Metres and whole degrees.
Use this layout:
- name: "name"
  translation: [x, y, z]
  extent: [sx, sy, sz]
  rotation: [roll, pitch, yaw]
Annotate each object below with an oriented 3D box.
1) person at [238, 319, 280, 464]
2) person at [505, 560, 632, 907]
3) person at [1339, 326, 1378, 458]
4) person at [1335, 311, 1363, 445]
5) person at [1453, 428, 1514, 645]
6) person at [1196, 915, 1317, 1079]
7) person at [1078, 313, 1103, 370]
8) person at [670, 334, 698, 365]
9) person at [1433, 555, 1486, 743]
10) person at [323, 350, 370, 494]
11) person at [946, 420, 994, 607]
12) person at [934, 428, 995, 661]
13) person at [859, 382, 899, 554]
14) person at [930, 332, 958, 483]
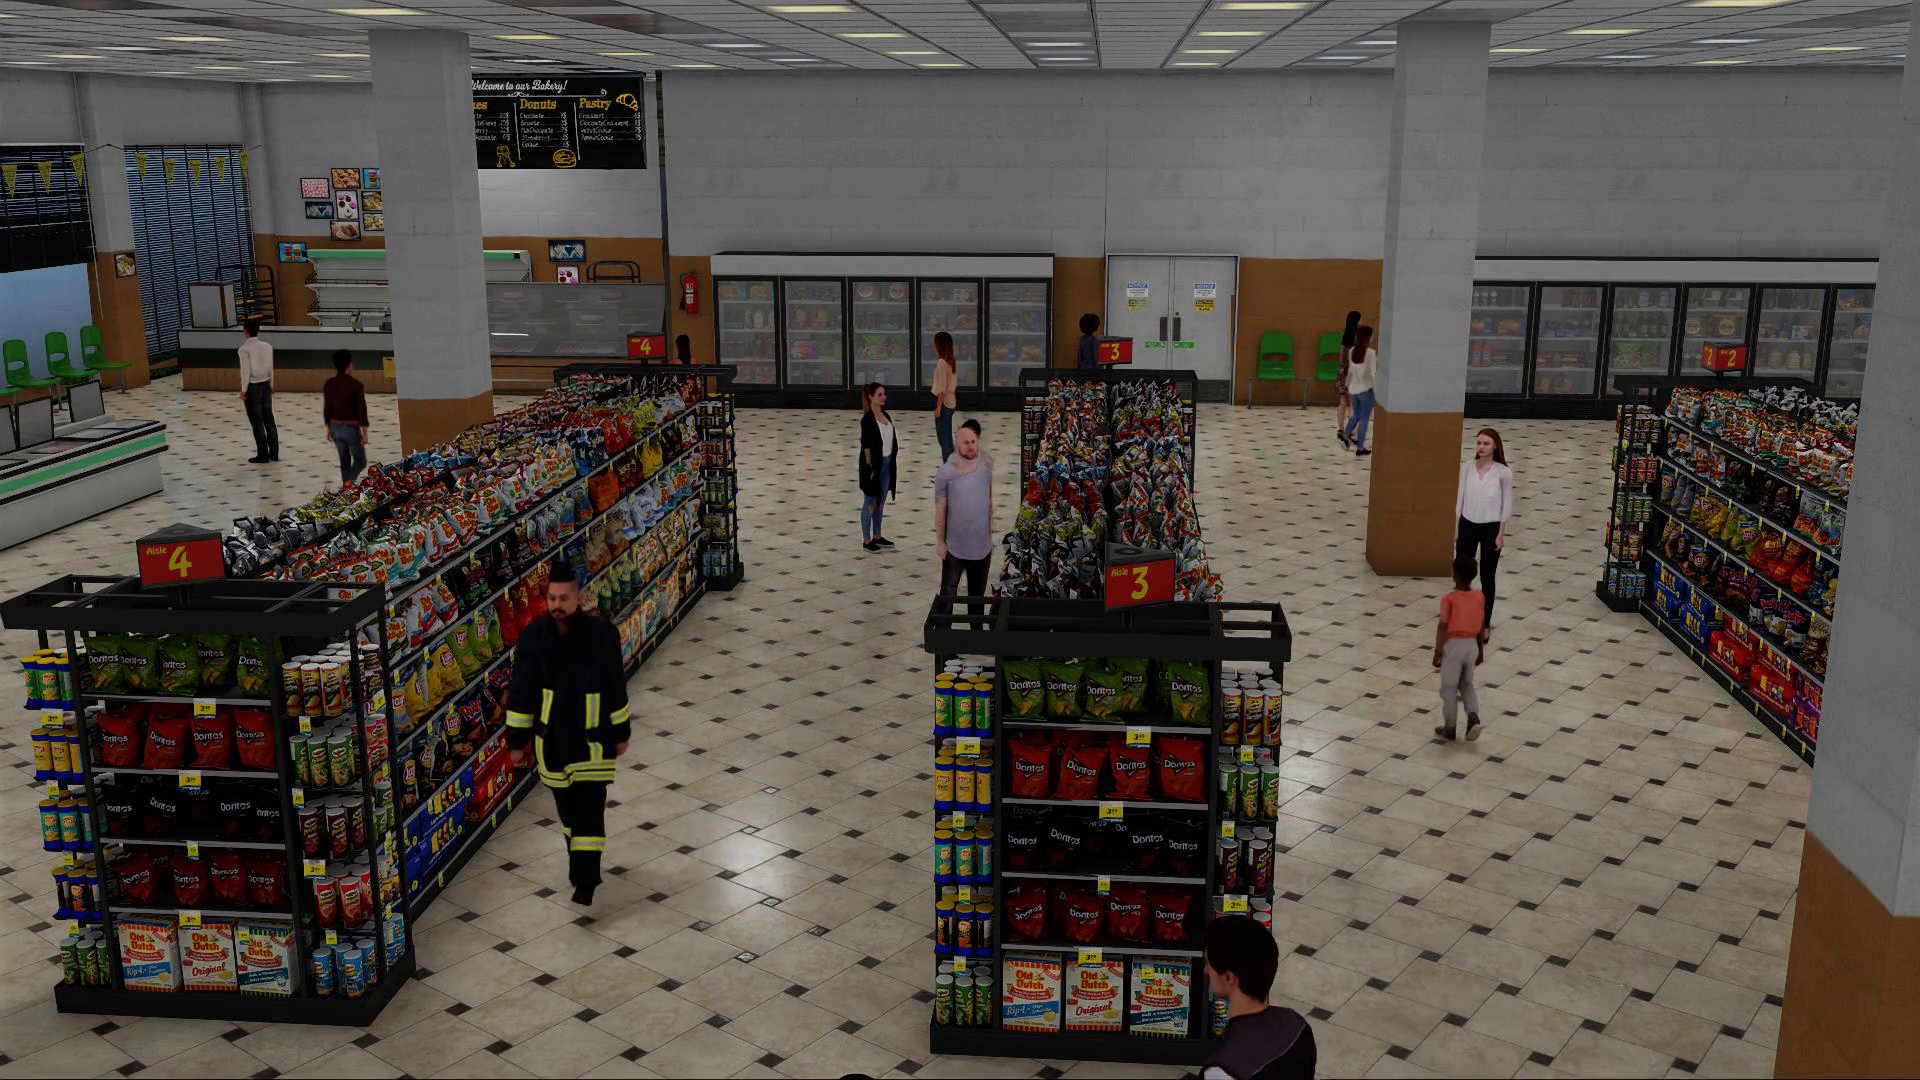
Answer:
- name: "person"
  translation: [-8.853, -1.883, 20.968]
  extent: [0.795, 1.810, 0.612]
  rotation: [6, 15, 24]
- name: "person"
  translation: [-2.067, 1.008, 8.999]
  extent: [0.805, 1.833, 1.071]
  rotation: [0, 14, 1]
- name: "person"
  translation: [5.082, -1.877, 21.211]
  extent: [0.858, 1.683, 0.799]
  rotation: [-8, 16, -29]
- name: "person"
  translation: [5.245, -2.180, 22.268]
  extent: [0.860, 1.774, 0.784]
  rotation: [-8, 16, -29]
- name: "person"
  translation: [4.213, -0.037, 13.467]
  extent: [0.665, 1.759, 0.677]
  rotation: [10, 17, 36]
- name: "person"
  translation: [0.904, 2.017, 4.849]
  extent: [0.879, 1.828, 0.789]
  rotation: [11, 17, 37]
- name: "person"
  translation: [1.755, -2.215, 22.548]
  extent: [0.729, 1.710, 0.635]
  rotation: [-8, 16, -30]
- name: "person"
  translation: [-3.433, -1.750, 20.733]
  extent: [0.719, 1.662, 0.632]
  rotation: [12, 18, 42]
- name: "person"
  translation: [3.389, 0.752, 11.178]
  extent: [0.600, 1.303, 0.728]
  rotation: [-3, 14, -12]
- name: "person"
  translation: [-6.700, -1.152, 18.047]
  extent: [0.644, 1.767, 0.841]
  rotation: [1, 14, 5]
- name: "person"
  translation: [0.076, -0.250, 14.663]
  extent: [0.607, 1.608, 1.090]
  rotation: [1, 14, 3]
- name: "person"
  translation: [0.044, 0.019, 13.064]
  extent: [0.758, 1.838, 0.785]
  rotation: [-8, 16, -30]
- name: "person"
  translation: [-0.838, -0.729, 16.481]
  extent: [0.773, 1.683, 0.650]
  rotation: [8, 16, 30]
- name: "person"
  translation: [-0.179, -1.580, 19.757]
  extent: [0.689, 1.791, 0.511]
  rotation: [4, 14, 15]
